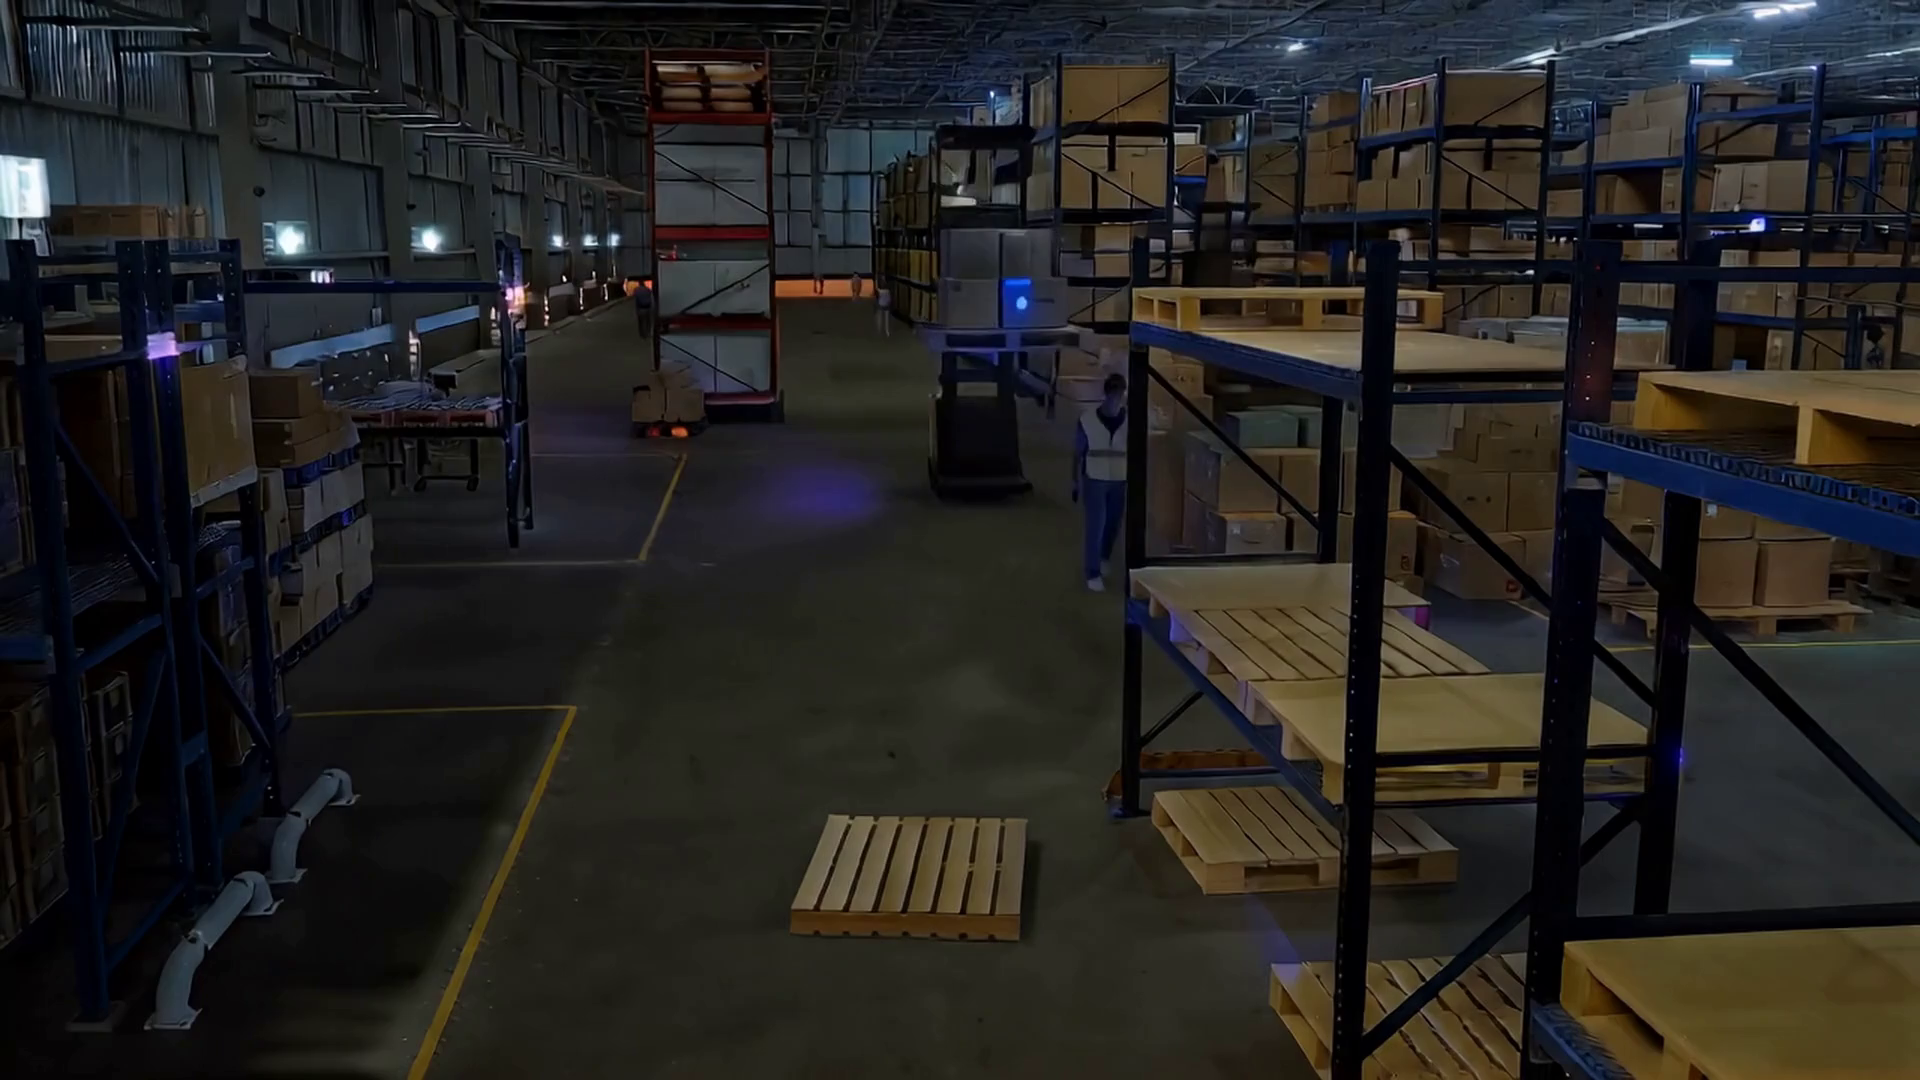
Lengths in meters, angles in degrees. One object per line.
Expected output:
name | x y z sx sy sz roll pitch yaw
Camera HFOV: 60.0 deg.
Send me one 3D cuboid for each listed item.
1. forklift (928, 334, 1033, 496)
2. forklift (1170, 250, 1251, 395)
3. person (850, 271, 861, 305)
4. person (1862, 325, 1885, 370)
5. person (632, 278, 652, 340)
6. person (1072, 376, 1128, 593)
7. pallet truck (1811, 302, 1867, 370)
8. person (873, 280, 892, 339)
forklift | 0.209 -2.049 20.286 1.129 2.768 1.873 -1 10 -6
forklift | 4.718 -4.344 33.005 1.873 2.768 1.129 9 14 42
person | -4.907 -11.843 78.164 0.809 1.610 0.531 -8 13 -39
person | 14.524 -2.573 26.482 0.320 1.693 0.531 3 11 16
person | -9.658 -7.012 50.536 0.600 1.892 0.779 -4 11 -19
person | 1.286 -0.527 14.691 0.615 1.874 0.921 -1 10 -8
pallet truck | 15.846 -3.142 28.793 1.885 1.965 0.823 2 10 12
person | -2.375 -7.076 51.068 0.638 1.824 0.594 -5 11 -25
